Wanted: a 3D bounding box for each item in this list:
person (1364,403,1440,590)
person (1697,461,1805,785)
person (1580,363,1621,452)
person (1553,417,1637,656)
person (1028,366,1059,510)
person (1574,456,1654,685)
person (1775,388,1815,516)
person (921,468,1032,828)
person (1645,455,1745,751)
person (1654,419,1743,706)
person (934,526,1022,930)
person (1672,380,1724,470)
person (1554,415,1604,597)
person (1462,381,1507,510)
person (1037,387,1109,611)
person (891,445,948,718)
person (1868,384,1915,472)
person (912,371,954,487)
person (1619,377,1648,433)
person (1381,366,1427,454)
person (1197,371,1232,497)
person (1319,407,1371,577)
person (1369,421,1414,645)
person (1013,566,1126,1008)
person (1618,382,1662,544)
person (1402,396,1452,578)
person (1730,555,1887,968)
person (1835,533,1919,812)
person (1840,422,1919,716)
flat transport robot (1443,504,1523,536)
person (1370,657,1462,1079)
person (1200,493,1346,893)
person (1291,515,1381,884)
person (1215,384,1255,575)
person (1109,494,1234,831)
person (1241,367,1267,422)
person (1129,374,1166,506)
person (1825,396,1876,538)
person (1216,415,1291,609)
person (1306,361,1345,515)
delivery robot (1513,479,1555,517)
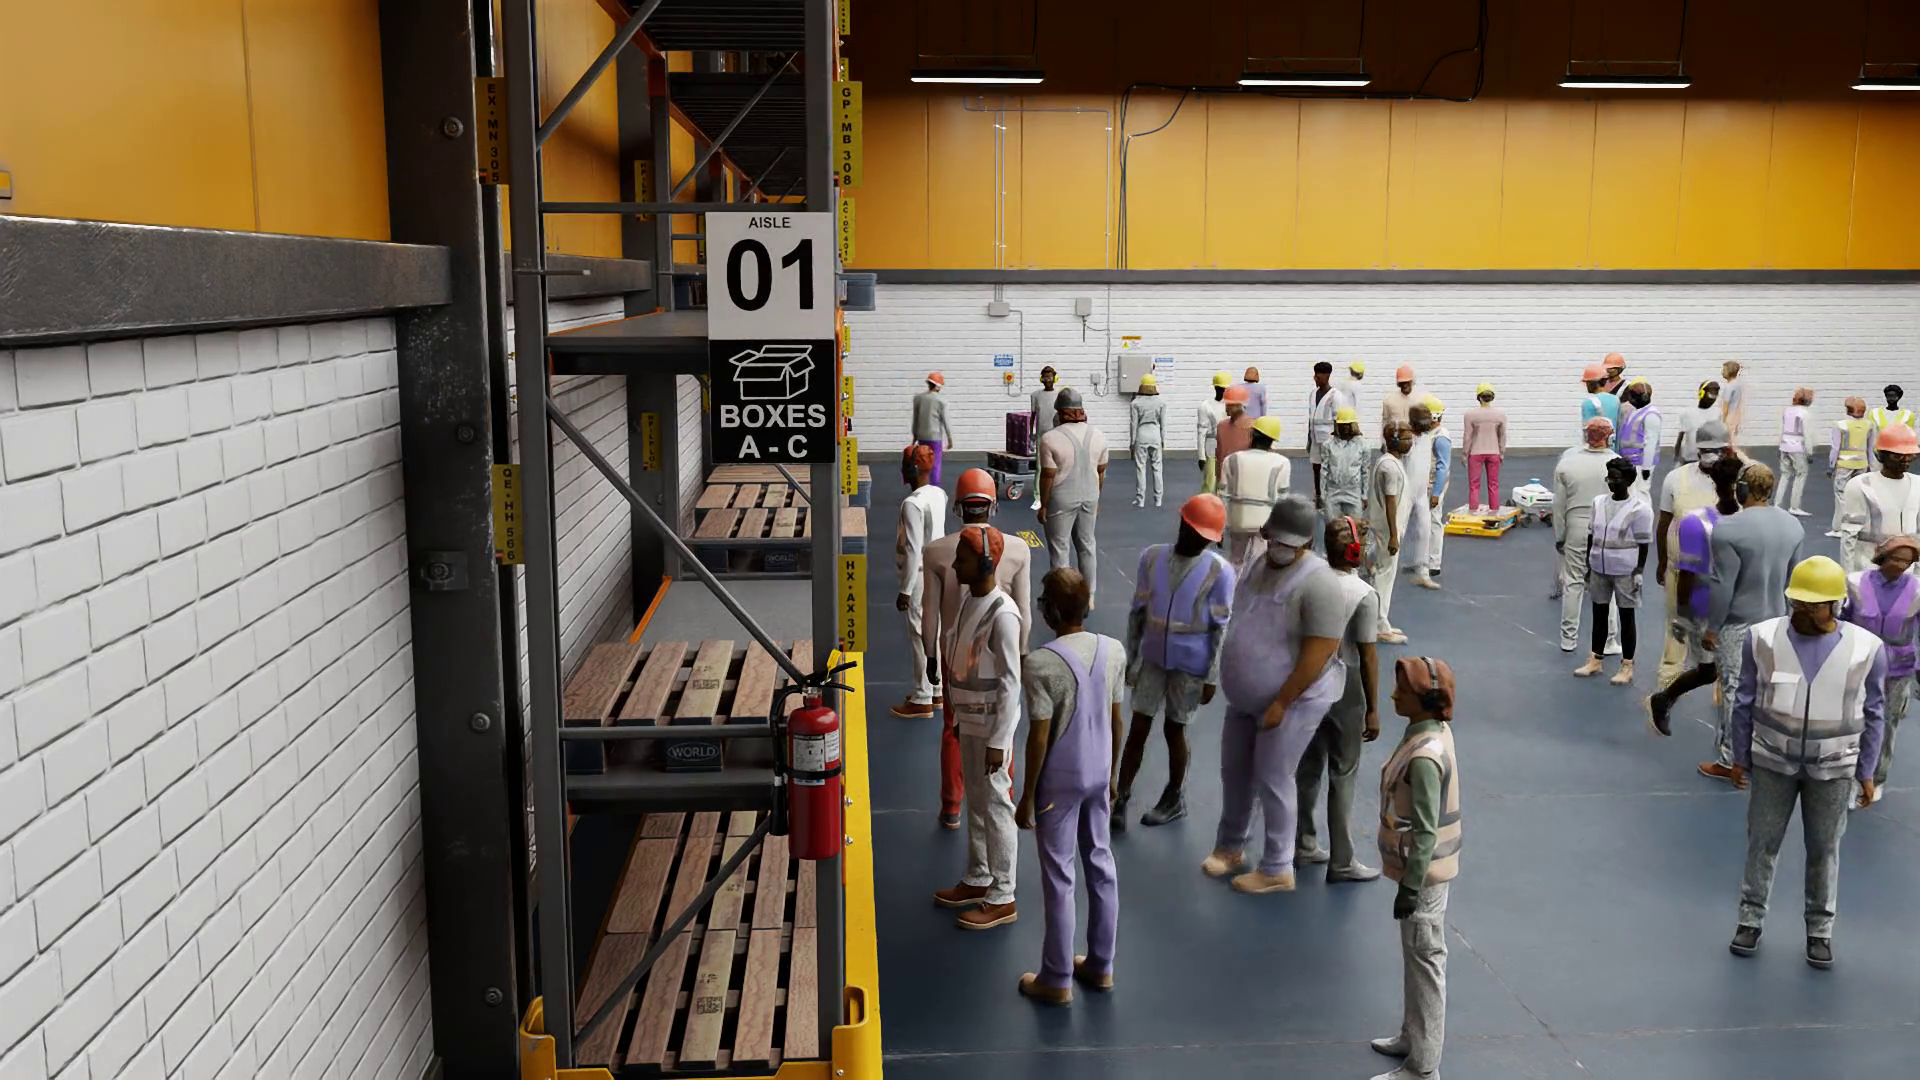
[{"bbox_3d":[4.335,-0.444,16.249,0.532,1.817,0.832,-6,11,-33],"label":"person"},{"bbox_3d":[4.705,0.494,9.935,0.629,1.939,0.372,-3,10,-19],"label":"person"},{"bbox_3d":[7.319,-0.999,19.042,0.632,2.030,0.532,-7,11,-37],"label":"person"},{"bbox_3d":[5.081,-0.027,13.306,0.641,1.908,0.407,6,11,34],"label":"person"},{"bbox_3d":[1.137,-1.315,21.511,0.514,1.872,0.328,1,9,8],"label":"person"},{"bbox_3d":[4.875,0.225,12.384,0.319,1.696,0.532,-6,11,-34],"label":"person"},{"bbox_3d":[10.535,-1.096,20.993,0.324,1.642,0.547,-2,9,-10],"label":"person"},{"bbox_3d":[0.091,0.599,9.147,0.604,1.986,0.404,0,9,2],"label":"person"},{"bbox_3d":[4.728,0.409,10.490,0.683,1.935,0.581,-4,10,-23],"label":"person"},{"bbox_3d":[5.258,0.157,11.730,0.688,2.000,0.536,5,10,30],"label":"person"},{"bbox_3d":[0.100,0.866,7.775,0.354,1.883,0.573,-3,10,-18],"label":"person"},{"bbox_3d":[8.368,-0.891,18.917,0.552,1.846,0.473,2,9,11],"label":"person"},{"bbox_3d":[5.915,-0.320,15.734,0.583,1.718,0.786,7,11,37],"label":"person"},{"bbox_3d":[6.279,-1.015,19.952,0.524,1.768,0.311,0,9,0],"label":"person"},{"bbox_3d":[0.958,-0.363,14.999,0.681,2.000,0.538,-5,10,-29],"label":"person"},{"bbox_3d":[-0.279,0.283,11.440,0.356,1.883,0.573,3,10,19],"label":"person"},{"bbox_3d":[11.449,-1.072,20.526,0.532,1.696,0.319,5,10,30],"label":"person"},{"bbox_3d":[-0.370,-1.427,22.608,0.610,1.739,0.368,6,11,35],"label":"person"},{"bbox_3d":[8.521,-1.181,21.011,0.337,1.762,0.522,-2,9,-14],"label":"person"},{"bbox_3d":[5.616,-1.241,20.929,0.624,1.925,1.149,2,9,14],"label":"person"},{"bbox_3d":[3.043,-1.020,19.476,0.594,1.924,0.382,-5,11,-31],"label":"person"},{"bbox_3d":[3.789,-0.440,16.409,0.492,1.743,0.295,3,10,18],"label":"person"},{"bbox_3d":[3.554,-0.068,13.757,0.325,1.843,0.517,1,9,8],"label":"person"},{"bbox_3d":[0.456,1.020,6.925,0.506,1.846,0.344,-6,11,-33],"label":"person"},{"bbox_3d":[7.693,-0.874,18.861,0.430,1.838,0.633,1,9,6],"label":"person"},{"bbox_3d":[4.696,-0.531,16.700,0.403,1.833,0.590,-1,9,-4],"label":"person"},{"bbox_3d":[3.711,0.965,7.315,0.595,1.828,0.403,5,10,28],"label":"person"},{"bbox_3d":[5.197,0.745,9.388,0.529,1.599,0.714,5,10,30],"label":"person"},{"bbox_3d":[6.335,0.211,11.382,0.614,2.041,0.393,-1,9,-7],"label":"person"},{"bbox_3d":[6.243,-0.251,19.834,0.652,0.197,1.431,5,10,30],"label":"flat transport robot"},{"bbox_3d":[1.708,1.235,6.211,0.311,1.642,0.514,3,9,17],"label":"person"},{"bbox_3d":[1.528,0.727,8.152,0.537,2.000,0.728,-4,10,-26],"label":"person"},{"bbox_3d":[1.863,0.794,8.344,0.372,1.843,0.570,-6,11,-31],"label":"person"},{"bbox_3d":[2.784,-0.563,16.470,0.571,1.978,0.612,-7,11,-36],"label":"person"},{"bbox_3d":[1.112,0.684,8.961,0.624,1.873,0.654,5,10,30],"label":"person"},{"bbox_3d":[4.477,-1.849,25.599,0.497,1.634,0.279,4,10,23],"label":"person"},{"bbox_3d":[2.463,-1.311,21.879,0.493,1.742,0.322,-2,9,-10],"label":"person"},{"bbox_3d":[10.269,-0.832,19.175,0.522,1.645,0.306,0,9,-3],"label":"person"},{"bbox_3d":[2.479,-0.127,14.116,0.607,1.863,0.871,3,10,18],"label":"person"},{"bbox_3d":[4.615,-1.293,21.113,0.385,1.957,0.602,-5,10,-28],"label":"person"},{"bbox_3d":[6.984,-0.500,20.213,0.477,0.478,0.707,0,9,1],"label":"delivery robot"}]
